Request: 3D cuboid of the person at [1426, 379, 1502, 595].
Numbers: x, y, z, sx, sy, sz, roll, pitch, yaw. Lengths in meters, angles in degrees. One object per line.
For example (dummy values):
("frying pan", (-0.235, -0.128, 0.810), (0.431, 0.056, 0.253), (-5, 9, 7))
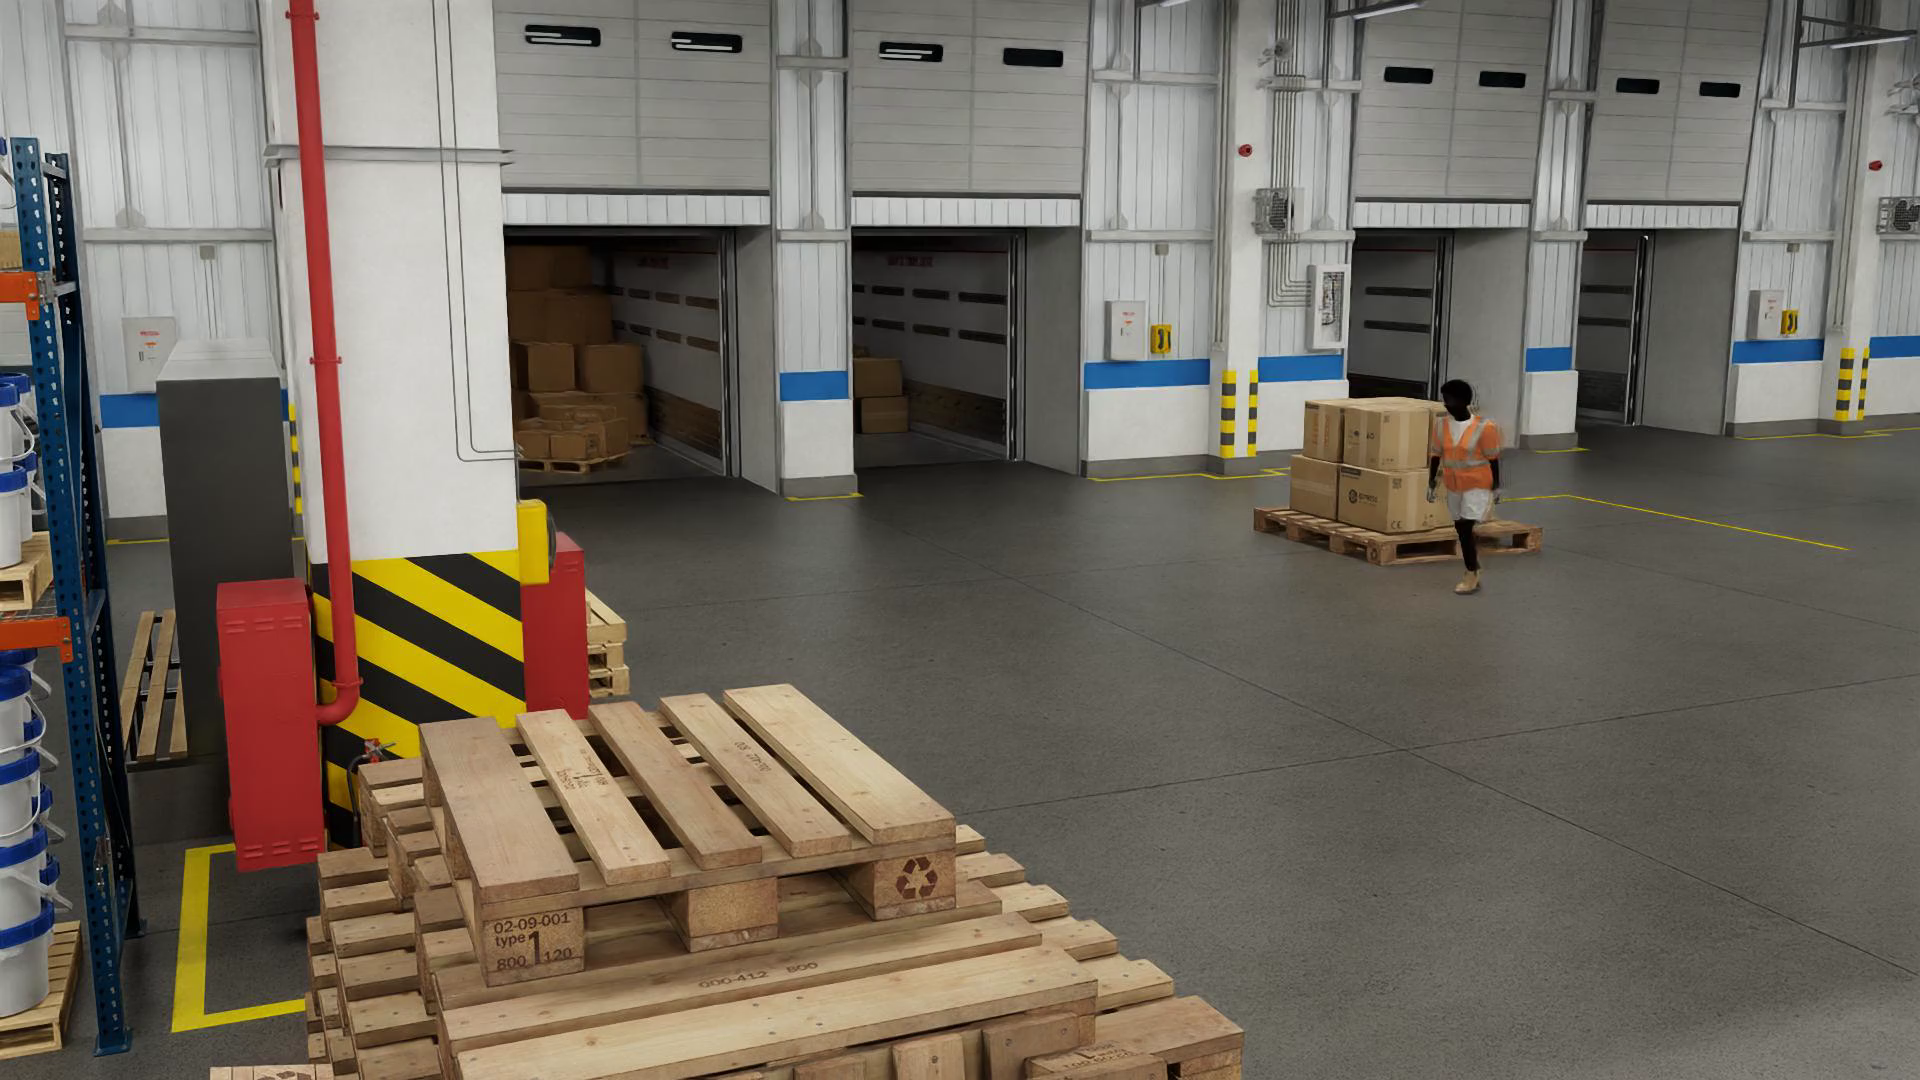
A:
("person", (3.866, -0.405, 12.751), (0.618, 1.656, 0.548), (-8, 13, -36))
